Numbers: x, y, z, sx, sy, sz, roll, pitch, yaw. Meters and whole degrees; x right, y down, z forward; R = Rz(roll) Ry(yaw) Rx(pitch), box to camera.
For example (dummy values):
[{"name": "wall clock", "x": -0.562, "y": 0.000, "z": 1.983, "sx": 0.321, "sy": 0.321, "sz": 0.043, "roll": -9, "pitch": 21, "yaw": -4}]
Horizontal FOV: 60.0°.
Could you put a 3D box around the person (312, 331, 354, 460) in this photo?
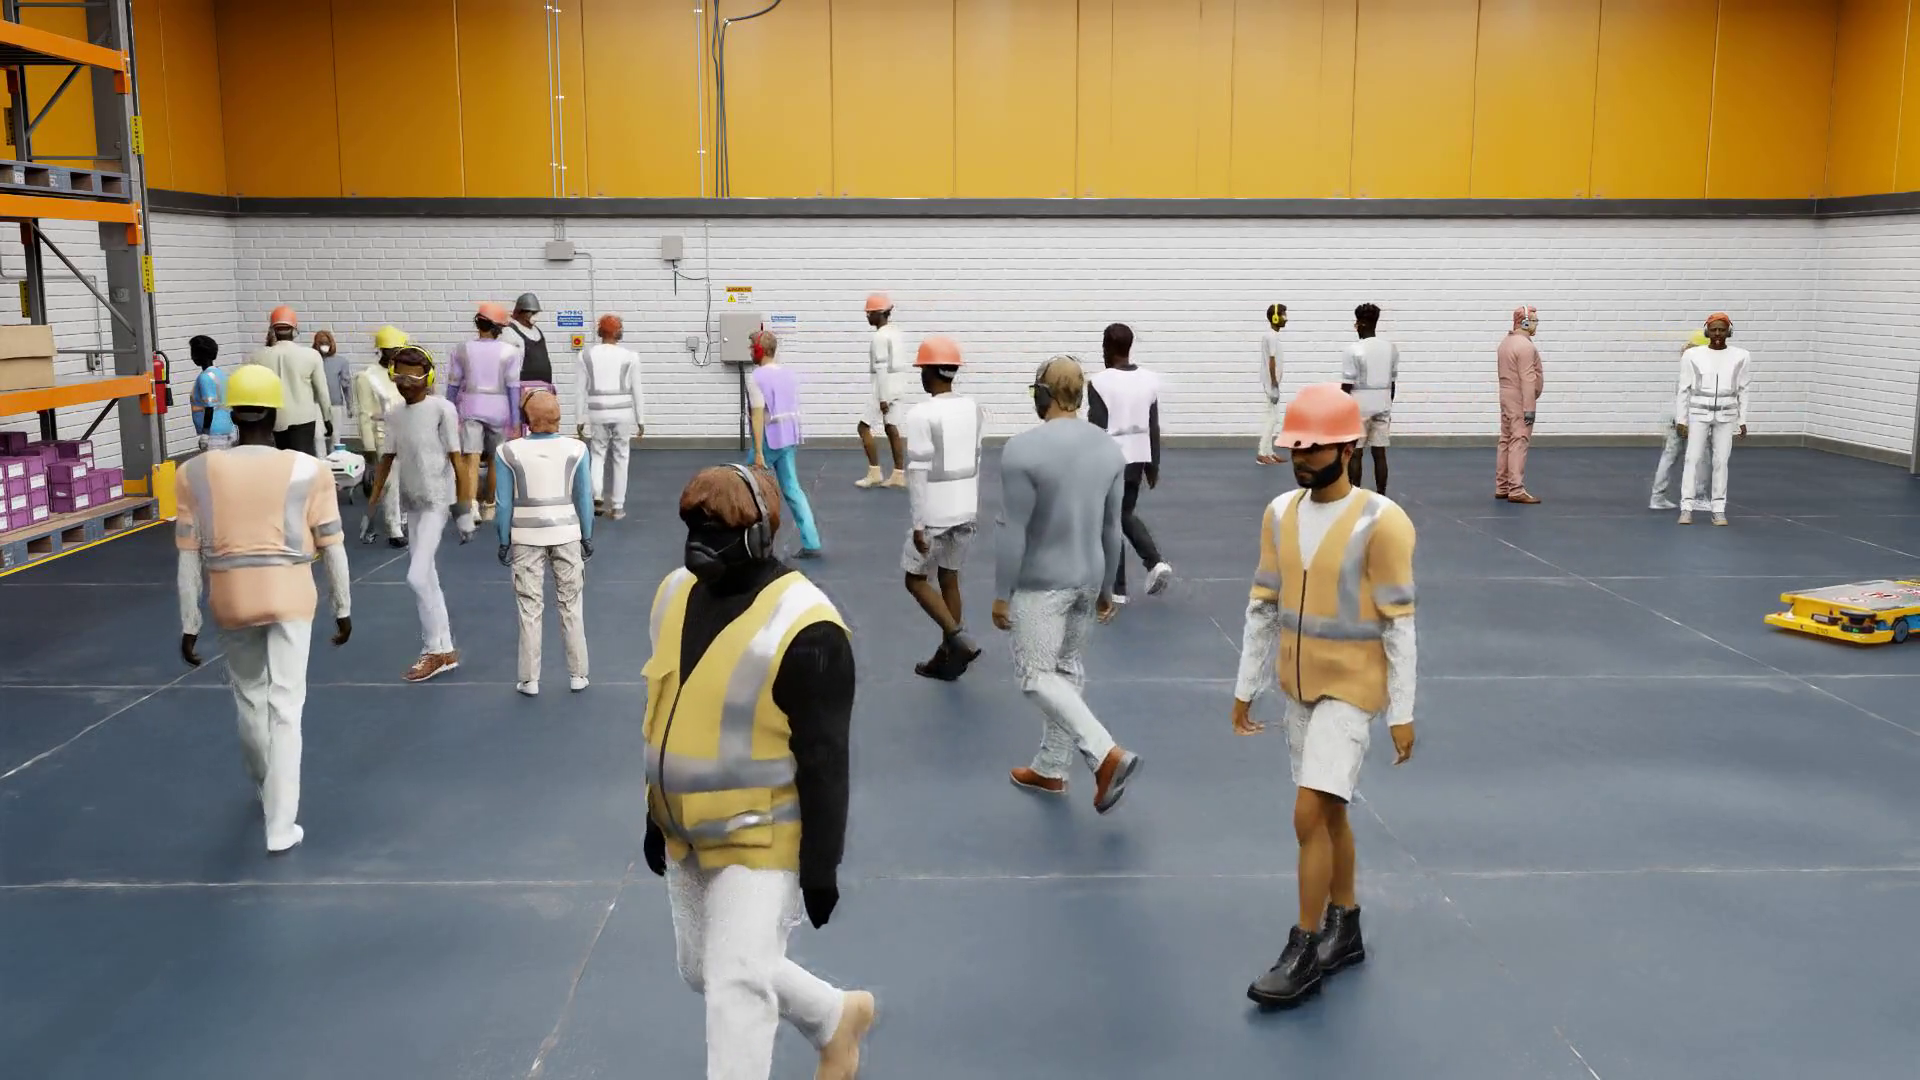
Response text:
[{"name": "person", "x": -6.719, "y": -1.413, "z": 17.675, "sx": 0.518, "sy": 1.595, "sz": 0.796, "roll": -3, "pitch": 10, "yaw": -20}]

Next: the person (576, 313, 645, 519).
[{"name": "person", "x": -3.143, "y": -1.100, "z": 14.972, "sx": 0.595, "sy": 1.869, "sz": 0.530, "roll": -1, "pitch": 9, "yaw": -3}]

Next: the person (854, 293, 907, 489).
[{"name": "person", "x": -0.842, "y": -1.521, "z": 17.112, "sx": 0.660, "sy": 2.021, "sz": 0.615, "roll": 3, "pitch": 10, "yaw": 18}]

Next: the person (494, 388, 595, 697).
[{"name": "person", "x": -2.196, "y": 0.015, "z": 8.831, "sx": 0.521, "sy": 1.645, "sz": 0.306, "roll": -3, "pitch": 10, "yaw": -20}]

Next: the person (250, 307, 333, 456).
[{"name": "person", "x": -5.809, "y": -1.044, "z": 14.445, "sx": 0.613, "sy": 1.948, "sz": 1.037, "roll": -1, "pitch": 9, "yaw": -5}]

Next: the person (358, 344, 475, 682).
[{"name": "person", "x": -2.981, "y": -0.141, "z": 9.125, "sx": 0.534, "sy": 1.851, "sz": 0.557, "roll": 6, "pitch": 11, "yaw": 34}]

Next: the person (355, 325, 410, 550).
[{"name": "person", "x": -4.565, "y": -0.823, "z": 13.440, "sx": 0.419, "sy": 1.817, "sz": 0.616, "roll": 7, "pitch": 11, "yaw": 35}]

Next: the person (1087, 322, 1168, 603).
[{"name": "person", "x": 1.111, "y": -0.508, "z": 11.239, "sx": 0.592, "sy": 1.908, "sz": 0.480, "roll": -8, "pitch": 12, "yaw": -40}]

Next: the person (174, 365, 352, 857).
[{"name": "person", "x": -2.766, "y": 0.245, "z": 6.687, "sx": 0.611, "sy": 1.882, "sz": 0.953, "roll": -2, "pitch": 9, "yaw": -11}]

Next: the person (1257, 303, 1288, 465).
[{"name": "person", "x": 3.653, "y": -1.812, "z": 19.349, "sx": 0.316, "sy": 1.870, "sz": 0.533, "roll": 1, "pitch": 9, "yaw": 8}]

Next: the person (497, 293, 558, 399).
[{"name": "person", "x": -4.677, "y": -1.718, "z": 18.245, "sx": 0.867, "sy": 2.000, "sz": 0.686, "roll": 3, "pitch": 10, "yaw": 16}]

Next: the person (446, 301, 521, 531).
[{"name": "person", "x": -4.167, "y": -1.081, "z": 14.530, "sx": 0.677, "sy": 1.990, "sz": 1.016, "roll": -1, "pitch": 9, "yaw": -8}]

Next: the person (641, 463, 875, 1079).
[{"name": "person", "x": -0.482, "y": 0.703, "z": 4.071, "sx": 0.737, "sy": 1.822, "sz": 0.631, "roll": -9, "pitch": 13, "yaw": -43}]

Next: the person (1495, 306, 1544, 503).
[{"name": "person", "x": 5.457, "y": -1.314, "z": 16.179, "sx": 0.409, "sy": 1.907, "sz": 0.649, "roll": -1, "pitch": 9, "yaw": -3}]

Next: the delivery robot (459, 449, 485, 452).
[{"name": "delivery robot", "x": -5.154, "y": -0.927, "z": 17.636, "sx": 0.707, "sy": 0.478, "sz": 0.477, "roll": -3, "pitch": 10, "yaw": -15}]

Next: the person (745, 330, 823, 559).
[{"name": "person", "x": -1.498, "y": -0.736, "z": 12.988, "sx": 0.992, "sy": 1.791, "sz": 0.593, "roll": 5, "pitch": 11, "yaw": 29}]

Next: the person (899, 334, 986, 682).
[{"name": "person", "x": -0.064, "y": -0.152, "z": 9.015, "sx": 0.551, "sy": 1.918, "sz": 0.519, "roll": -8, "pitch": 12, "yaw": -41}]

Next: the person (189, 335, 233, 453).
[{"name": "person", "x": -6.541, "y": -0.944, "z": 14.552, "sx": 0.320, "sy": 1.697, "sz": 0.531, "roll": -2, "pitch": 9, "yaw": -12}]

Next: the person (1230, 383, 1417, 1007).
[{"name": "person", "x": 1.054, "y": 0.478, "z": 5.160, "sx": 0.750, "sy": 1.912, "sz": 0.579, "roll": -6, "pitch": 11, "yaw": -34}]

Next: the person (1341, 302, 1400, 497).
[{"name": "person", "x": 3.727, "y": -1.189, "z": 15.256, "sx": 0.609, "sy": 1.959, "sz": 0.382, "roll": -3, "pitch": 10, "yaw": -20}]

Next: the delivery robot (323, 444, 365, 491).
[{"name": "delivery robot", "x": -6.038, "y": -0.695, "z": 16.227, "sx": 0.477, "sy": 0.478, "sz": 0.707, "roll": -2, "pitch": 9, "yaw": -10}]

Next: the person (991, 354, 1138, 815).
[{"name": "person", "x": 0.464, "y": 0.193, "z": 6.892, "sx": 0.632, "sy": 1.921, "sz": 0.749, "roll": -8, "pitch": 12, "yaw": -41}]

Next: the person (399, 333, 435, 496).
[{"name": "person", "x": -4.850, "y": -0.957, "z": 14.564, "sx": 0.536, "sy": 1.720, "sz": 0.880, "roll": -4, "pitch": 10, "yaw": -24}]

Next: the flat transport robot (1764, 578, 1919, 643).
[{"name": "flat transport robot", "x": 5.826, "y": 0.433, "z": 10.472, "sx": 1.431, "sy": 0.197, "sz": 0.652, "roll": -5, "pitch": 10, "yaw": -28}]

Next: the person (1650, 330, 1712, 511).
[{"name": "person", "x": 6.863, "y": -1.114, "z": 15.553, "sx": 0.725, "sy": 1.693, "sz": 0.580, "roll": 2, "pitch": 9, "yaw": 10}]

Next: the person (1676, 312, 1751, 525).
[{"name": "person", "x": 6.656, "y": -1.066, "z": 14.725, "sx": 0.585, "sy": 1.882, "sz": 0.340, "roll": 3, "pitch": 10, "yaw": 17}]

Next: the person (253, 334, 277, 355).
[{"name": "person", "x": -7.450, "y": -1.490, "z": 18.119, "sx": 0.558, "sy": 1.621, "sz": 0.373, "roll": -2, "pitch": 10, "yaw": -14}]
